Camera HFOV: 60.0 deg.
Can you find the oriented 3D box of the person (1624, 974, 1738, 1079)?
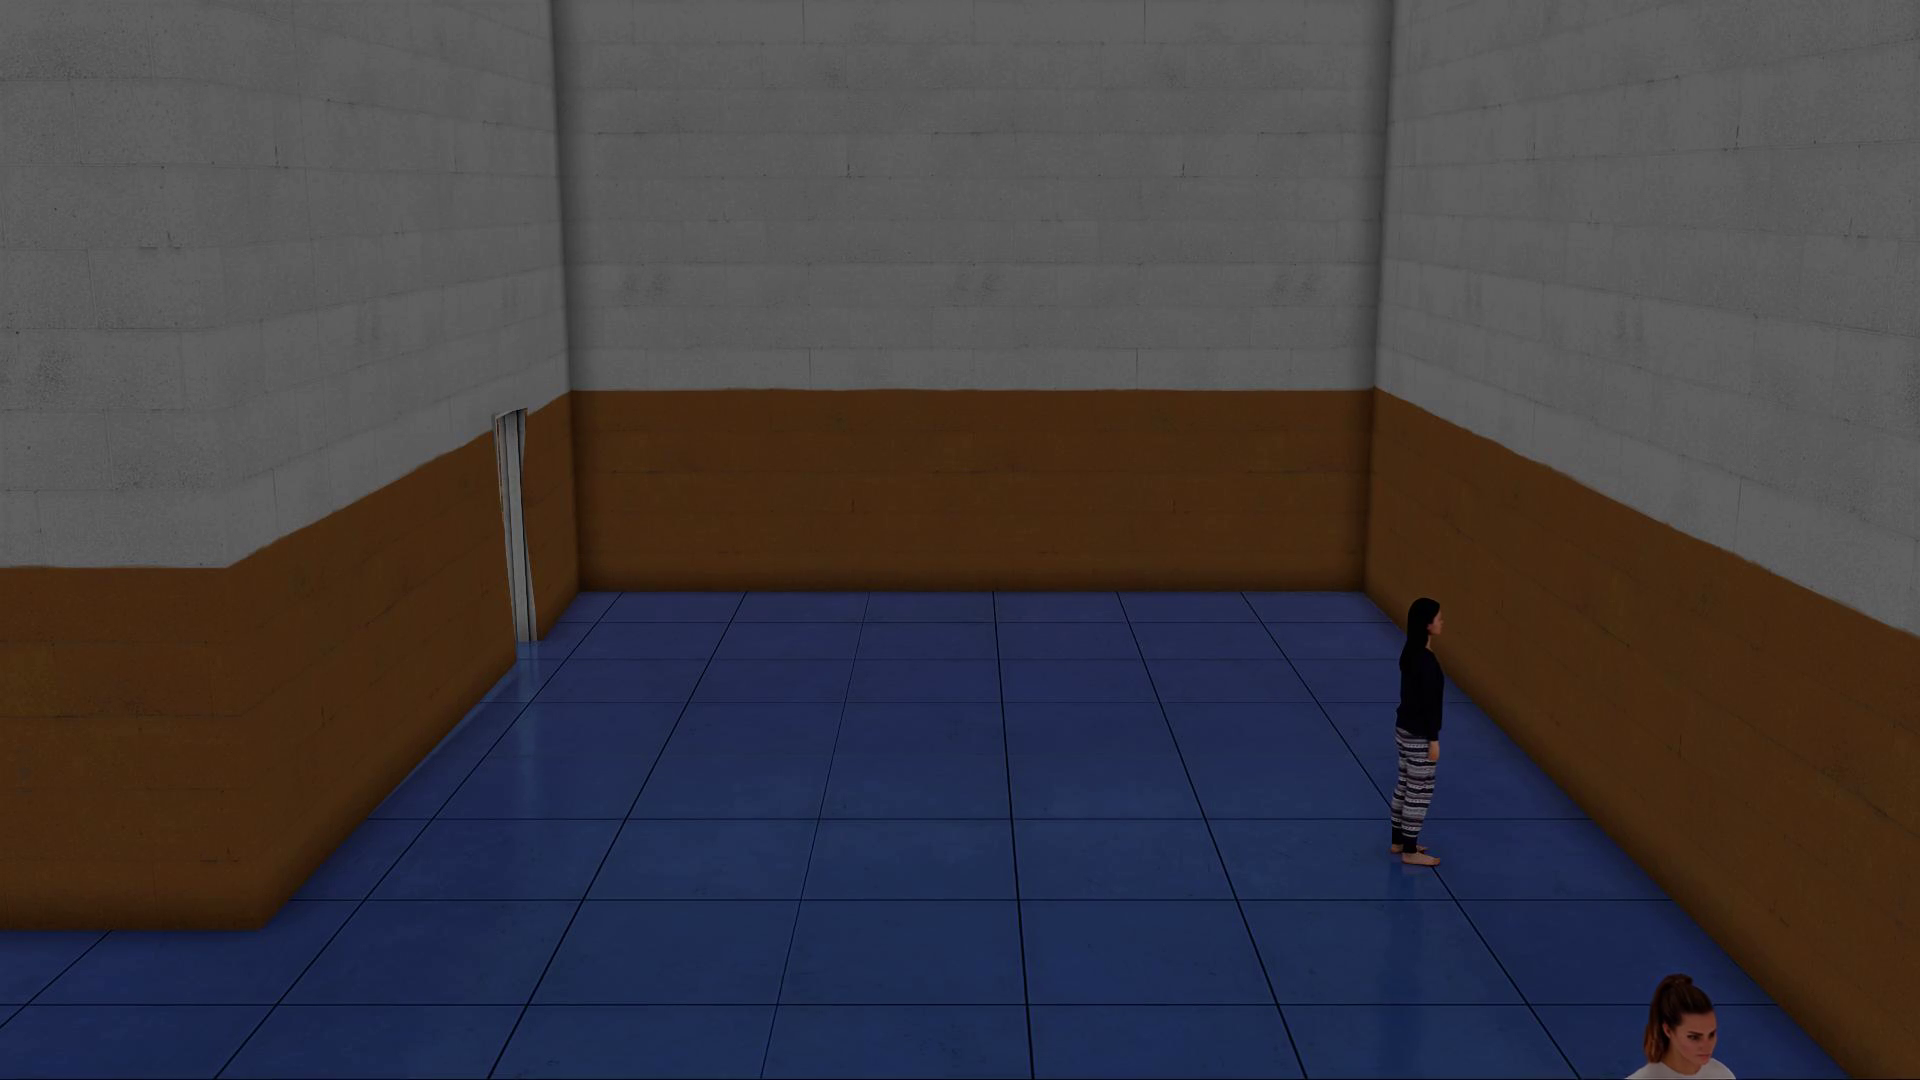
[{"bbox_3d":[2.371,2.285,5.570,0.564,1.719,0.733,-4,12,-17],"label":"person"}]

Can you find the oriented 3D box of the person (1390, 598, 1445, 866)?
[{"bbox_3d":[2.927,1.210,10.636,0.539,1.734,0.622,-1,12,-5],"label":"person"}]
